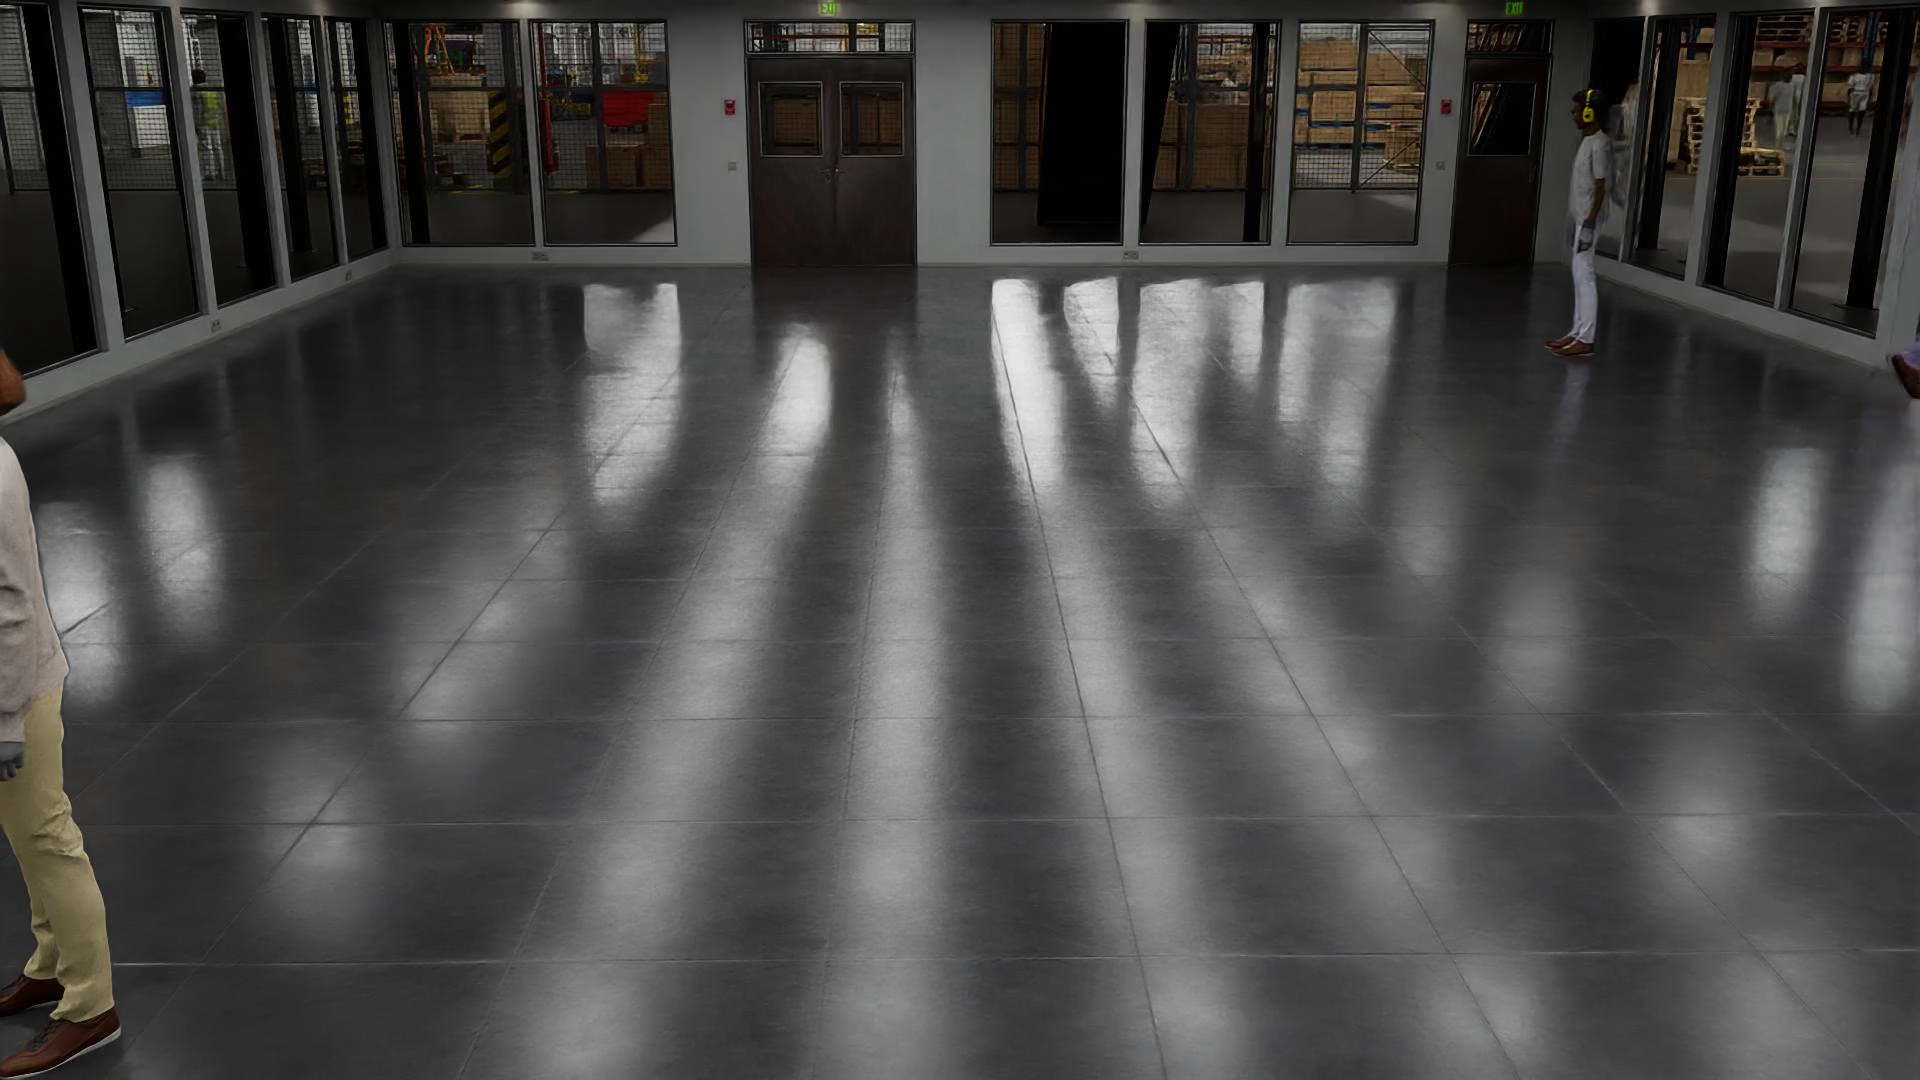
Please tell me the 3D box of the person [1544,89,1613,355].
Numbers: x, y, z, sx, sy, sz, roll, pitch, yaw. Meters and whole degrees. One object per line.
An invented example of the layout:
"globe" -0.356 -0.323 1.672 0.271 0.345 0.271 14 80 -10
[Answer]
"person" 4.426 -2.239 11.806 0.331 1.864 0.513 4 17 13

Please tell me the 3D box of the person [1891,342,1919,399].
"person" 6.154 -1.693 9.930 0.845 1.877 0.648 12 20 35

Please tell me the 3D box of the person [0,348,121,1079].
"person" -2.024 0.322 3.483 0.282 1.636 0.500 -12 20 -36
